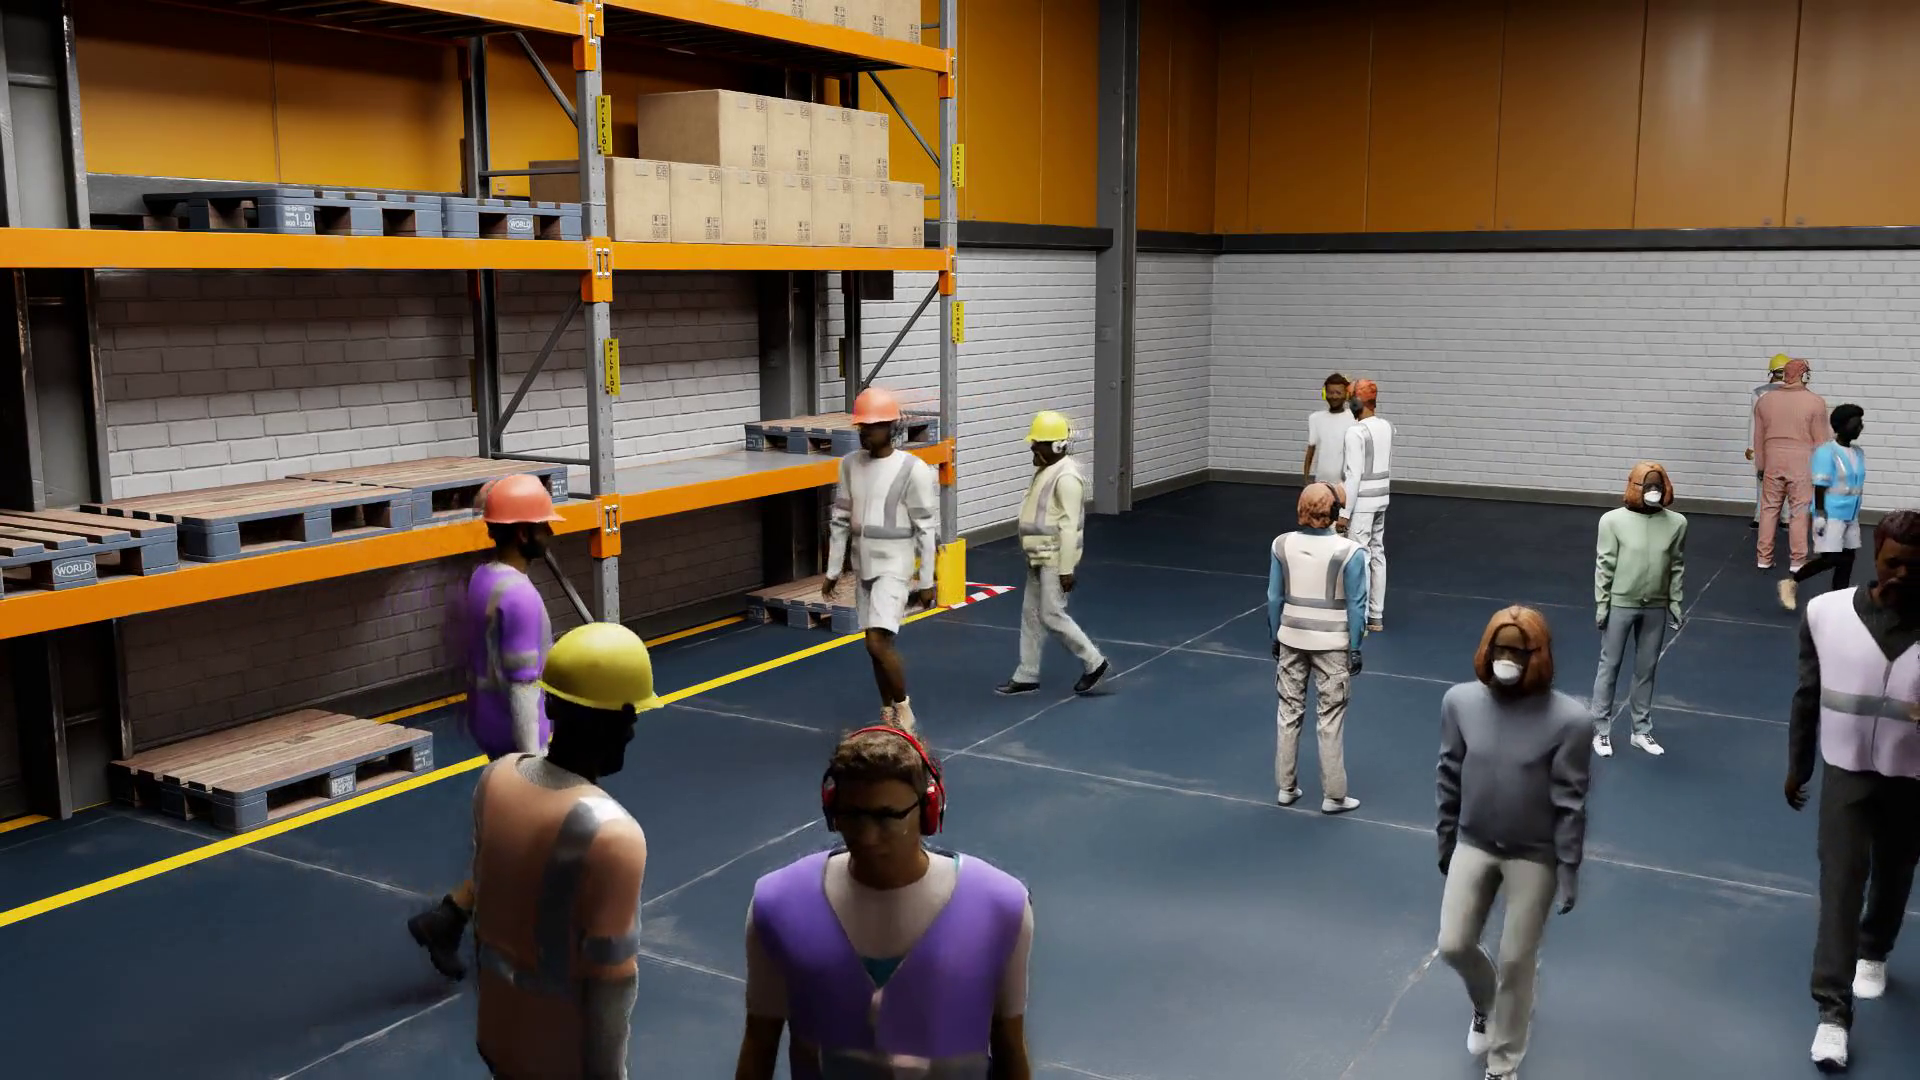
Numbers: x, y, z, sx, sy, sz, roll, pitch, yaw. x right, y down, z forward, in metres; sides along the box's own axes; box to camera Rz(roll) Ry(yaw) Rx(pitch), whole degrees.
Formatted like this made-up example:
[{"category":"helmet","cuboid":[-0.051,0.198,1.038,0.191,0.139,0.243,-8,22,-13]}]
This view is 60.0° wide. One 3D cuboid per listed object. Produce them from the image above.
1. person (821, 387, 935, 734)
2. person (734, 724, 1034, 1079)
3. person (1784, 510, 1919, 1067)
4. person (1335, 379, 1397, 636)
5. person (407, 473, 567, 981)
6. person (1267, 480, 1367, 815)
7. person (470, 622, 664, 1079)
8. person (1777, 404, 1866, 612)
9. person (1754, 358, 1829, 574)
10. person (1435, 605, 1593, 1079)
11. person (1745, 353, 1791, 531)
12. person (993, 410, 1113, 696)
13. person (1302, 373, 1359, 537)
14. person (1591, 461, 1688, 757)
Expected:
[{"category":"person","cuboid":[-0.458,0.172,9.185,0.619,2.024,0.495,8,12,42]},{"category":"person","cuboid":[-0.150,1.229,3.333,0.586,1.798,0.985,1,9,9]},{"category":"person","cuboid":[3.207,0.807,5.777,0.599,1.855,1.032,5,10,28]},{"category":"person","cuboid":[2.953,-0.239,12.192,0.355,1.887,0.574,8,12,42]},{"category":"person","cuboid":[-1.721,0.714,6.167,0.620,1.922,0.550,-6,11,-31]},{"category":"person","cuboid":[1.747,0.525,8.187,0.515,1.641,0.315,7,12,39]},{"category":"person","cuboid":[-0.980,1.125,3.698,0.780,1.886,0.624,-9,13,-44]},{"category":"person","cuboid":[6.552,-0.194,12.516,0.546,1.685,0.542,-5,10,-28]},{"category":"person","cuboid":[7.363,-0.655,14.733,0.411,1.908,0.643,-7,11,-37]},{"category":"person","cuboid":[1.752,0.997,5.304,0.508,1.622,0.383,7,11,37]},{"category":"person","cuboid":[8.368,-0.995,17.078,0.592,1.833,0.404,0,9,3]},{"category":"person","cuboid":[0.586,0.096,10.332,0.646,1.819,0.602,-2,9,-12]},{"category":"person","cuboid":[3.121,-0.478,13.849,0.514,1.845,0.814,5,10,28]},{"category":"person","cuboid":[3.727,0.377,9.134,0.501,1.633,0.286,0,9,-2]}]
